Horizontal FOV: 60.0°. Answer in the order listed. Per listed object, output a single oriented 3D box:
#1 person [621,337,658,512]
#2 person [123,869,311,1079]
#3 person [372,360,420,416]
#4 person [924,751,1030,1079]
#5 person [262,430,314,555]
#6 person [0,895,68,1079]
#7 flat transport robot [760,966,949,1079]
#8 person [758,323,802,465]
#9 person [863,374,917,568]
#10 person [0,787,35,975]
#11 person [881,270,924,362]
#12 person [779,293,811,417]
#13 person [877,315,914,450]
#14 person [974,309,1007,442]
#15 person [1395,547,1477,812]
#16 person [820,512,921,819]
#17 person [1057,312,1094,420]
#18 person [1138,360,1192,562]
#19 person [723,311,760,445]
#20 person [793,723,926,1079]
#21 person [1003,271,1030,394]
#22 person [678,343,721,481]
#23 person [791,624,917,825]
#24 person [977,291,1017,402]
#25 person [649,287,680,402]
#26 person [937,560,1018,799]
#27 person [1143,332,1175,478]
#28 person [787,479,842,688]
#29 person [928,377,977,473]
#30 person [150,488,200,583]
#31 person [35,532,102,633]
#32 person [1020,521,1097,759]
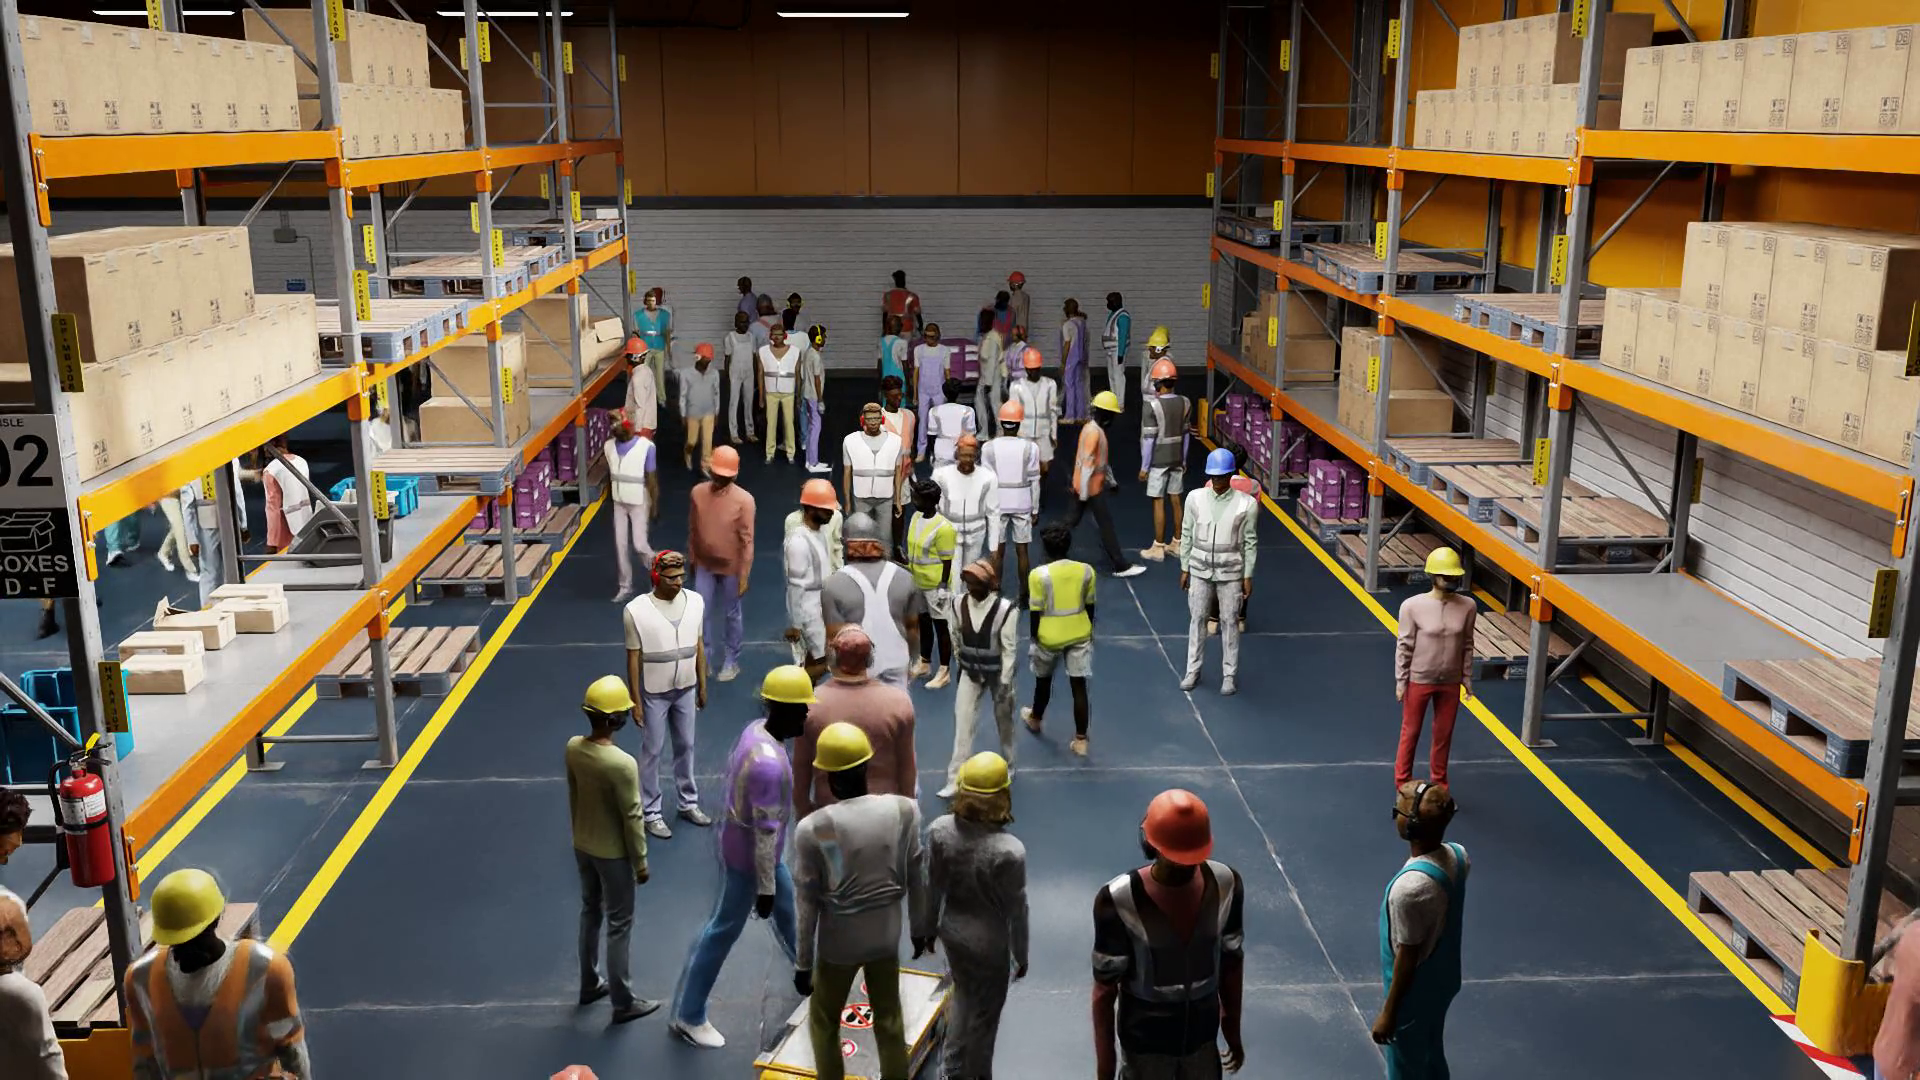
[{"bbox_3d":[-3.637,-1.315,18.973,0.375,1.995,0.609,-1,14,-2],"label":"person"},{"bbox_3d":[-2.653,2.024,6.050,0.600,1.903,0.748,-1,14,-5],"label":"person"},{"bbox_3d":[-7.558,-2.185,22.298,0.712,2.000,0.686,2,14,7],"label":"person"},{"bbox_3d":[0.090,1.767,7.399,0.514,1.725,0.389,9,17,31],"label":"person"},{"bbox_3d":[-5.731,-0.064,14.247,0.399,1.908,0.599,1,14,4],"label":"person"},{"bbox_3d":[-3.546,2.104,6.271,0.500,1.633,0.284,6,15,21],"label":"person"},{"bbox_3d":[-0.494,2.384,7.889,0.652,0.197,1.431,4,15,17],"label":"flat transport robot"},{"bbox_3d":[-2.320,-1.887,21.515,0.565,1.845,0.387,0,14,-1],"label":"person"},{"bbox_3d":[-0.673,-0.662,16.467,0.606,1.966,0.367,-12,19,-40],"label":"person"},{"bbox_3d":[-3.837,1.885,6.600,0.585,1.898,0.978,4,15,16],"label":"person"},{"bbox_3d":[-0.930,-3.541,27.845,0.701,1.921,0.774,3,15,10],"label":"person"},{"bbox_3d":[-2.458,-2.769,24.929,0.510,1.872,0.329,-6,15,-22],"label":"person"},{"bbox_3d":[-0.879,-2.106,22.374,0.506,1.847,0.343,9,17,33],"label":"person"},{"bbox_3d":[0.393,-2.223,22.764,0.622,1.880,0.632,-5,15,-19],"label":"person"},{"bbox_3d":[3.054,0.905,10.706,0.533,1.772,0.296,-2,14,-8],"label":"person"},{"bbox_3d":[-0.540,0.777,10.668,0.692,2.000,1.072,-6,16,-23],"label":"person"},{"bbox_3d":[1.714,-2.611,24.834,0.516,1.617,0.742,-12,18,-38],"label":"person"},{"bbox_3d":[2.053,-0.802,16.859,0.609,2.044,0.396,-9,17,-33],"label":"person"},{"bbox_3d":[-3.004,-2.238,22.914,0.503,1.839,0.349,-10,17,-34],"label":"person"},{"bbox_3d":[-0.442,1.717,7.243,0.655,1.912,0.433,-8,16,-29],"label":"person"},{"bbox_3d":[0.923,-3.356,26.979,0.376,1.997,0.612,7,16,25],"label":"person"},{"bbox_3d":[-3.256,-1.618,20.722,0.570,1.710,0.639,-7,16,-27],"label":"person"},{"bbox_3d":[-0.546,1.370,8.659,0.658,1.896,0.615,-1,14,-5],"label":"person"},{"bbox_3d":[0.574,-3.072,26.350,0.671,1.775,1.041,-4,15,-16],"label":"person"},{"bbox_3d":[-4.635,-3.055,26.137,0.994,1.842,0.582,11,18,37],"label":"person"},{"bbox_3d":[0.135,0.924,10.972,0.508,1.598,0.819,7,16,24],"label":"person"},{"bbox_3d":[2.478,-1.684,20.771,0.403,1.827,0.595,2,14,8],"label":"person"},{"bbox_3d":[-1.052,0.499,12.004,0.458,1.917,0.538,2,14,7],"label":"person"},{"bbox_3d":[-0.080,-0.911,17.980,0.530,1.697,0.321,1,14,4],"label":"person"},{"bbox_3d":[-7.687,-0.416,16.226,0.776,1.602,0.494,7,16,26],"label":"person"},{"bbox_3d":[-7.976,-0.154,14.649,0.556,1.888,0.995,1,14,4],"label":"person"},{"bbox_3d":[0.694,0.667,11.847,0.559,1.649,0.862,-5,15,-18],"label":"person"}]
